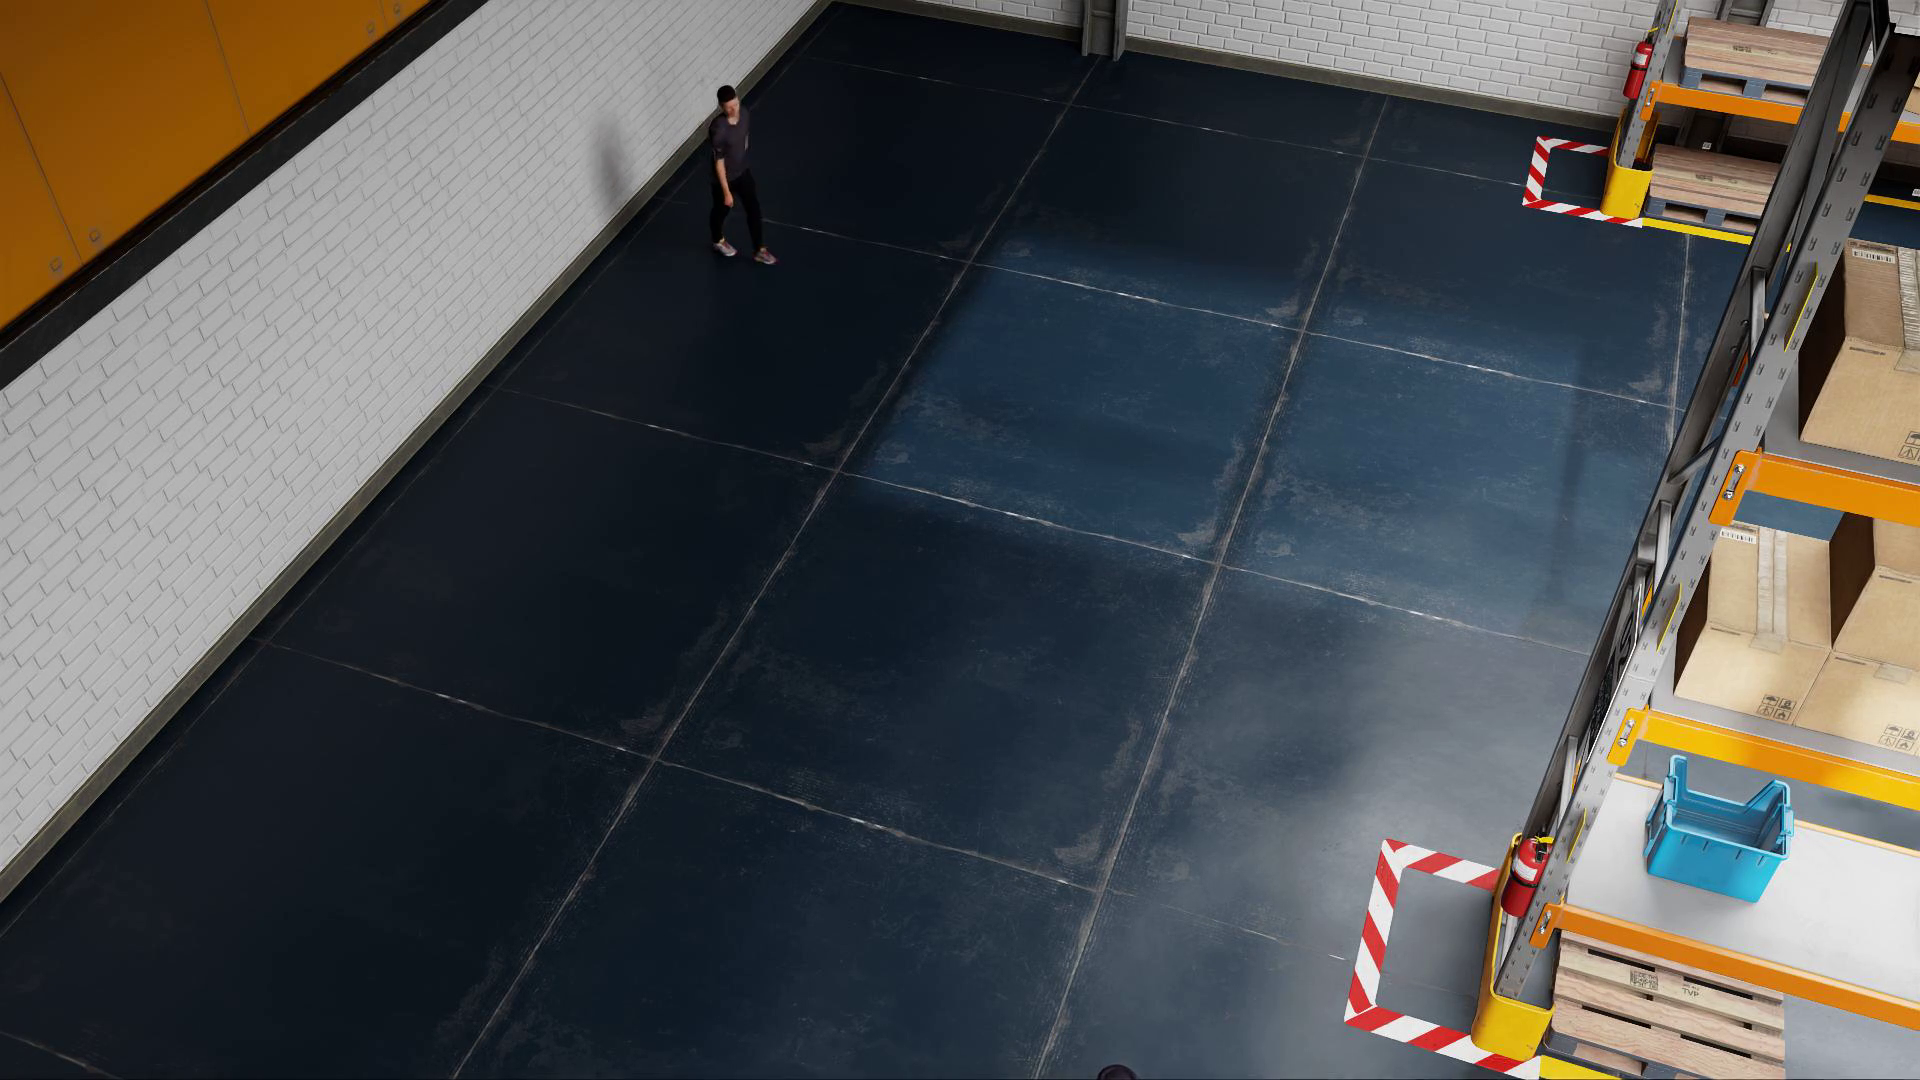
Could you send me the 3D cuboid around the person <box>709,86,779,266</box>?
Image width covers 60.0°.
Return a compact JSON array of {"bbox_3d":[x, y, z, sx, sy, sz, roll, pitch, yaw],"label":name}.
[{"bbox_3d":[-2.012,-3.162,14.283,1.049,1.722,0.850,24,49,23],"label":"person"}]
